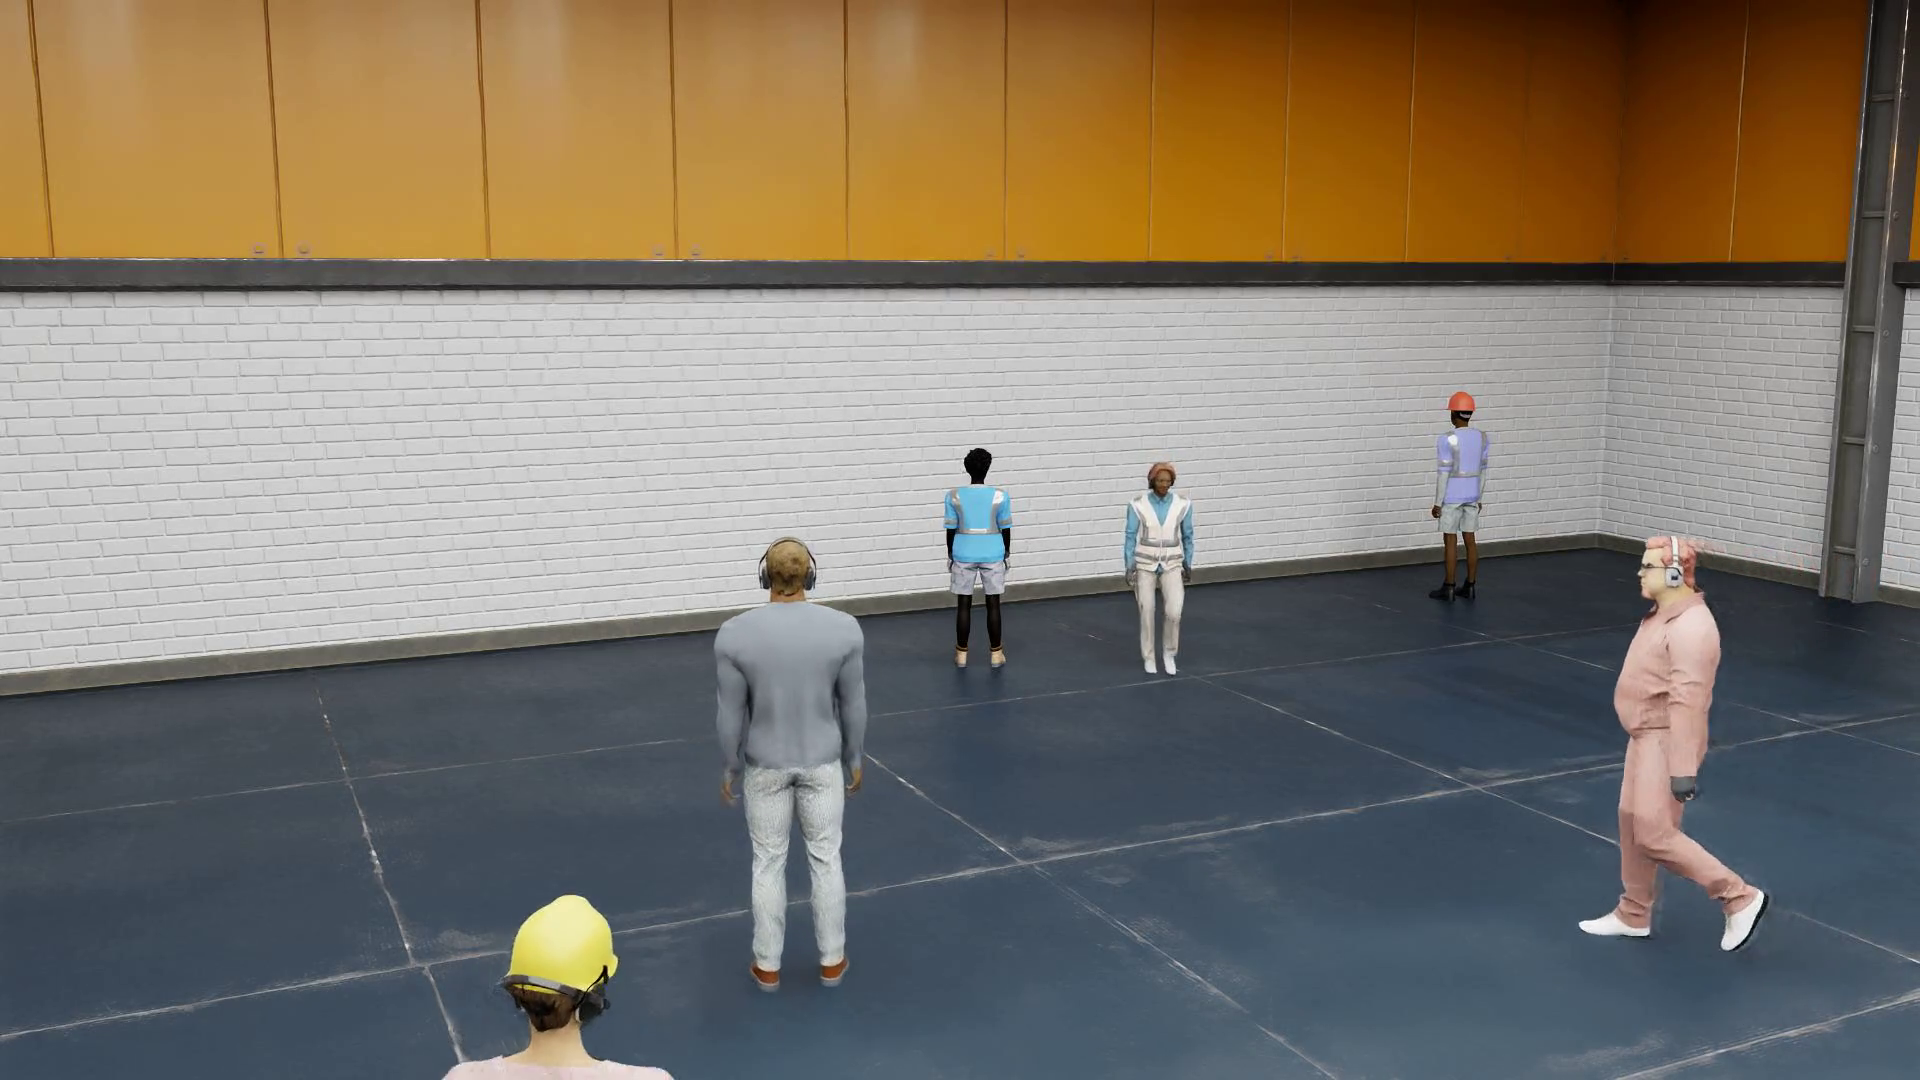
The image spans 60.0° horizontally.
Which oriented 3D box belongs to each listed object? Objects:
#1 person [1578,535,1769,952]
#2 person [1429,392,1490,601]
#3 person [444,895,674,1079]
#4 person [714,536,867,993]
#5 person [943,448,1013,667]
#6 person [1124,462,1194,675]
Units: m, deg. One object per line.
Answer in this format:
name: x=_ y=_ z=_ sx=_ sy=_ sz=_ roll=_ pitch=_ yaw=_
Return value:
person: x=3.198 y=0.913 z=7.395 sx=0.663 sy=1.885 sz=0.651 roll=2 pitch=9 yaw=15
person: x=4.598 y=-0.399 z=15.363 sx=0.543 sy=1.939 sz=0.355 roll=-4 pitch=10 yaw=-22
person: x=-0.803 y=1.602 z=3.525 sx=0.530 sy=1.754 sz=0.372 roll=2 pitch=9 yaw=12
person: x=-0.703 y=0.946 z=7.019 sx=0.633 sy=1.938 sz=0.362 roll=-1 pitch=9 yaw=-7
person: x=0.141 y=0.141 z=12.763 sx=0.535 sy=1.697 sz=0.318 roll=1 pitch=9 yaw=3
person: x=1.489 y=0.223 z=12.473 sx=0.539 sy=1.617 sz=0.488 roll=0 pitch=9 yaw=0
